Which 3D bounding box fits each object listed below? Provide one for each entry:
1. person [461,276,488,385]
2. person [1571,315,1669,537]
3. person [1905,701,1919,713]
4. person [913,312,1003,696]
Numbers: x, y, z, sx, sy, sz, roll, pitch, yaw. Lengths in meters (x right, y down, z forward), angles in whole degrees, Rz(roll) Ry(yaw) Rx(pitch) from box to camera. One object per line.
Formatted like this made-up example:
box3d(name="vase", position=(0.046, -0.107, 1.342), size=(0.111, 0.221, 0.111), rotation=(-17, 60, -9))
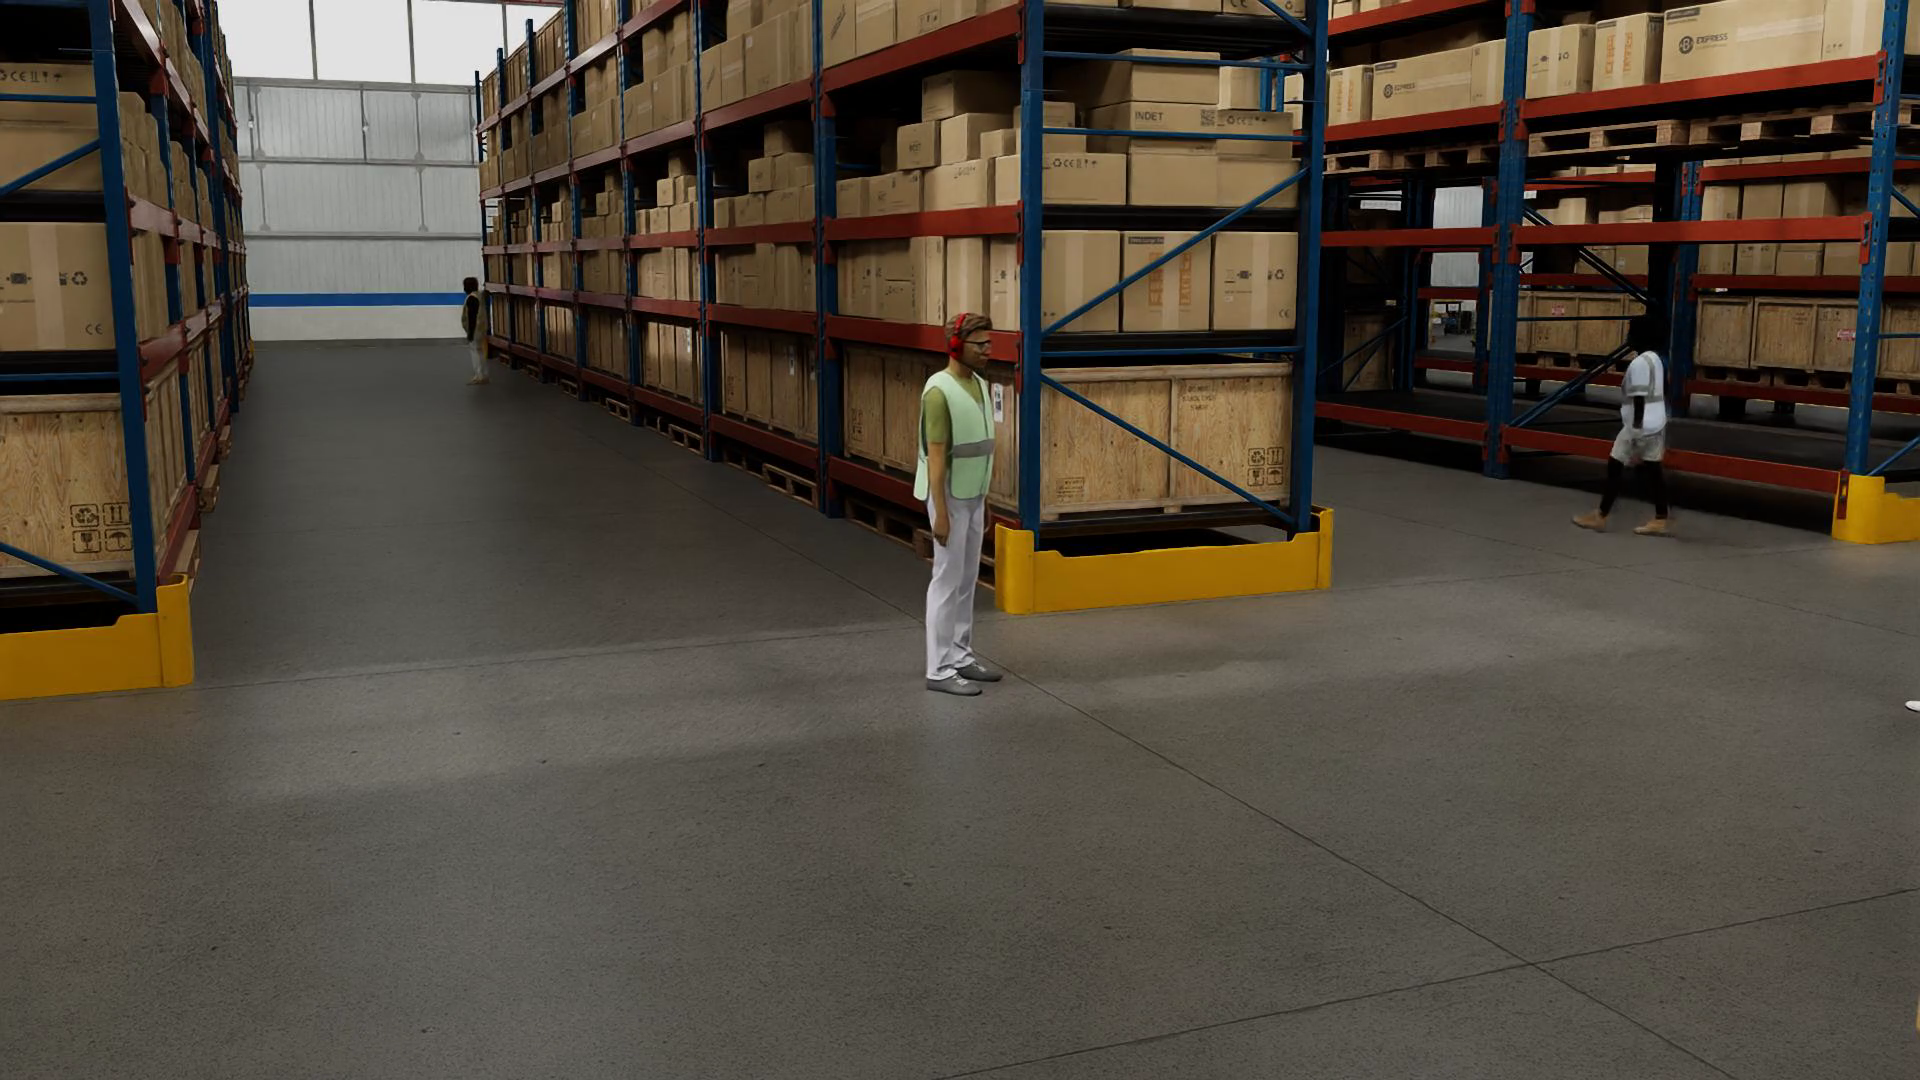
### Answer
box3d(name="person", position=(-8.243, -3.551, 28.259), size=(0.429, 1.839, 0.630), rotation=(-1, 10, -7))
box3d(name="person", position=(5.064, -0.865, 12.641), size=(0.782, 1.661, 0.554), rotation=(8, 12, 38))
box3d(name="person", position=(4.631, -0.129, 7.592), size=(0.647, 1.900, 0.401), rotation=(-9, 13, -43))
box3d(name="person", position=(-0.016, -0.177, 8.053), size=(0.389, 1.839, 0.560), rotation=(4, 10, 23))
